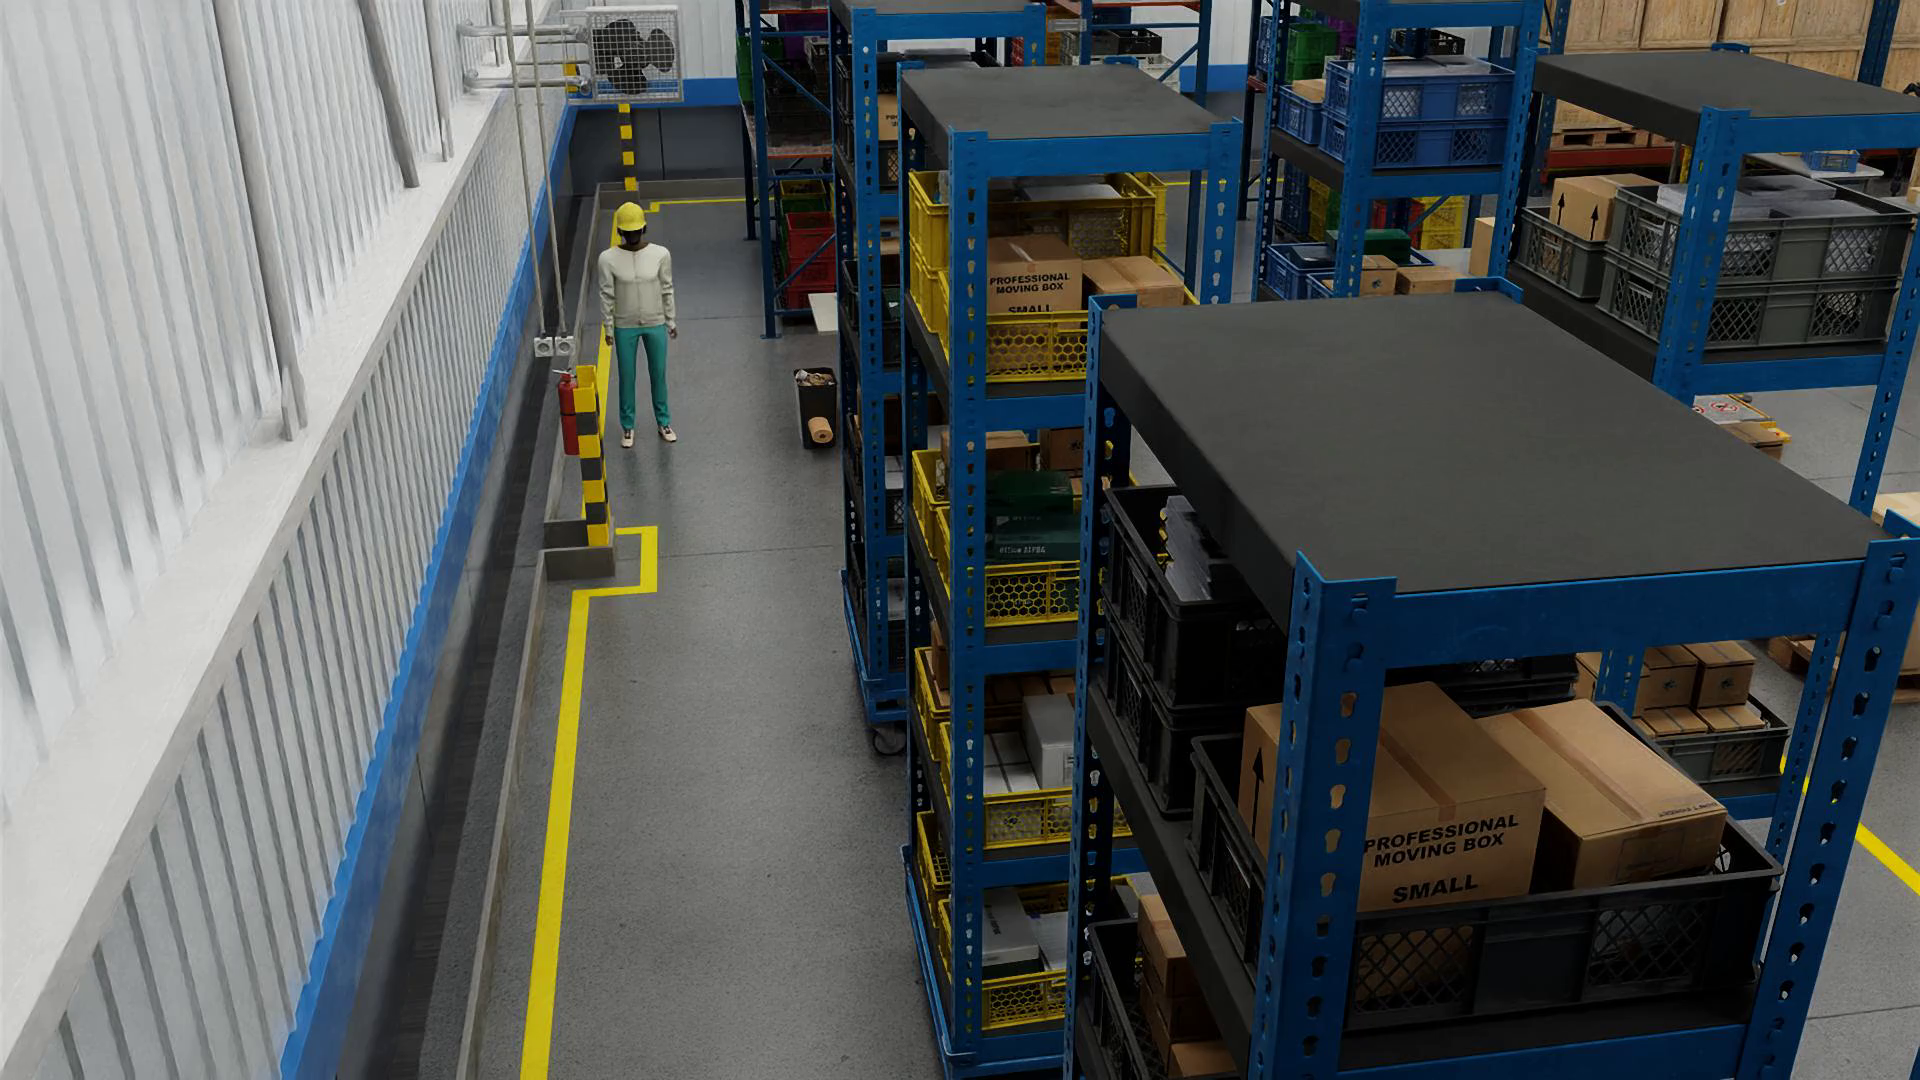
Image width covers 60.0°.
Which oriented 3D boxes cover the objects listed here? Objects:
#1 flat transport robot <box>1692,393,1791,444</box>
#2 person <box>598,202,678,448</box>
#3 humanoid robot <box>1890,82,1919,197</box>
[{"bbox_3d":[5.224,-0.859,12.132,1.431,0.197,0.652,-4,25,-8],"label":"flat transport robot"},{"bbox_3d":[-2.272,-1.524,11.818,0.533,1.767,0.312,-9,26,-18],"label":"person"},{"bbox_3d":[10.482,-4.407,18.177,0.611,1.657,0.315,17,29,32],"label":"humanoid robot"}]
